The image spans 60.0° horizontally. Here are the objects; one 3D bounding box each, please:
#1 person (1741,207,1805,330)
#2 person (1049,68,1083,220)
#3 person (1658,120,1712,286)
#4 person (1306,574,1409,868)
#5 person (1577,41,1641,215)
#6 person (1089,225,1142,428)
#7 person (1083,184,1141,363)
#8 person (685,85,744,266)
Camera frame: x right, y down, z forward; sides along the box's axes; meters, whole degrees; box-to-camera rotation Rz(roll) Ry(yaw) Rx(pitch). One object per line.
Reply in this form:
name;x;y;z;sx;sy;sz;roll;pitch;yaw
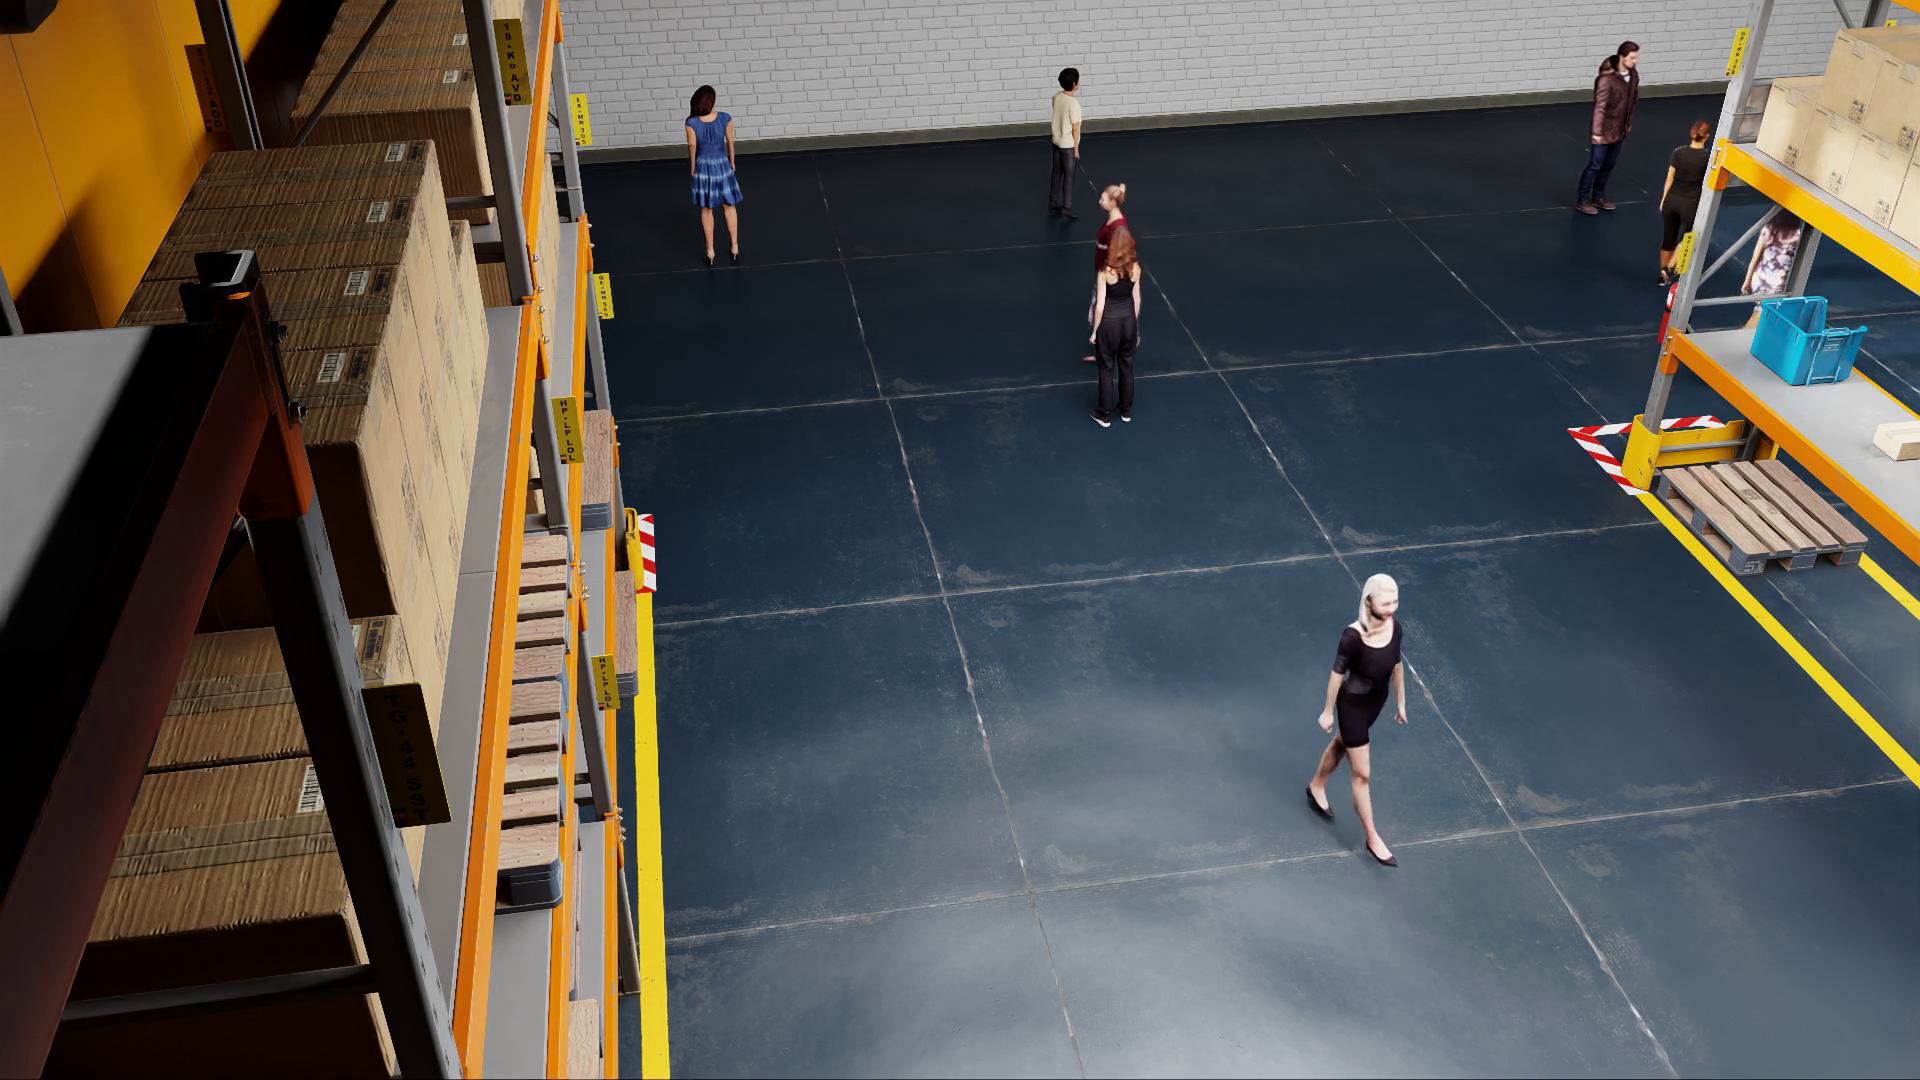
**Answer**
person;6.920;-2.135;14.344;0.903;1.685;1.140;-15;37;-22
person;1.109;-4.171;17.498;0.709;1.583;0.560;-20;39;-28
person;6.915;-3.188;15.955;0.803;1.655;0.856;25;41;32
person;2.243;0.929;9.631;0.893;1.800;1.140;-20;38;-27
person;6.850;-4.370;17.564;0.848;1.841;0.827;-21;39;-28
person;1.295;-1.764;13.730;0.635;1.746;0.590;-13;36;-19
person;1.370;-2.295;14.588;0.786;1.682;0.742;2;34;3
person;-2.441;-3.613;16.458;0.706;1.806;0.628;-12;35;-17
